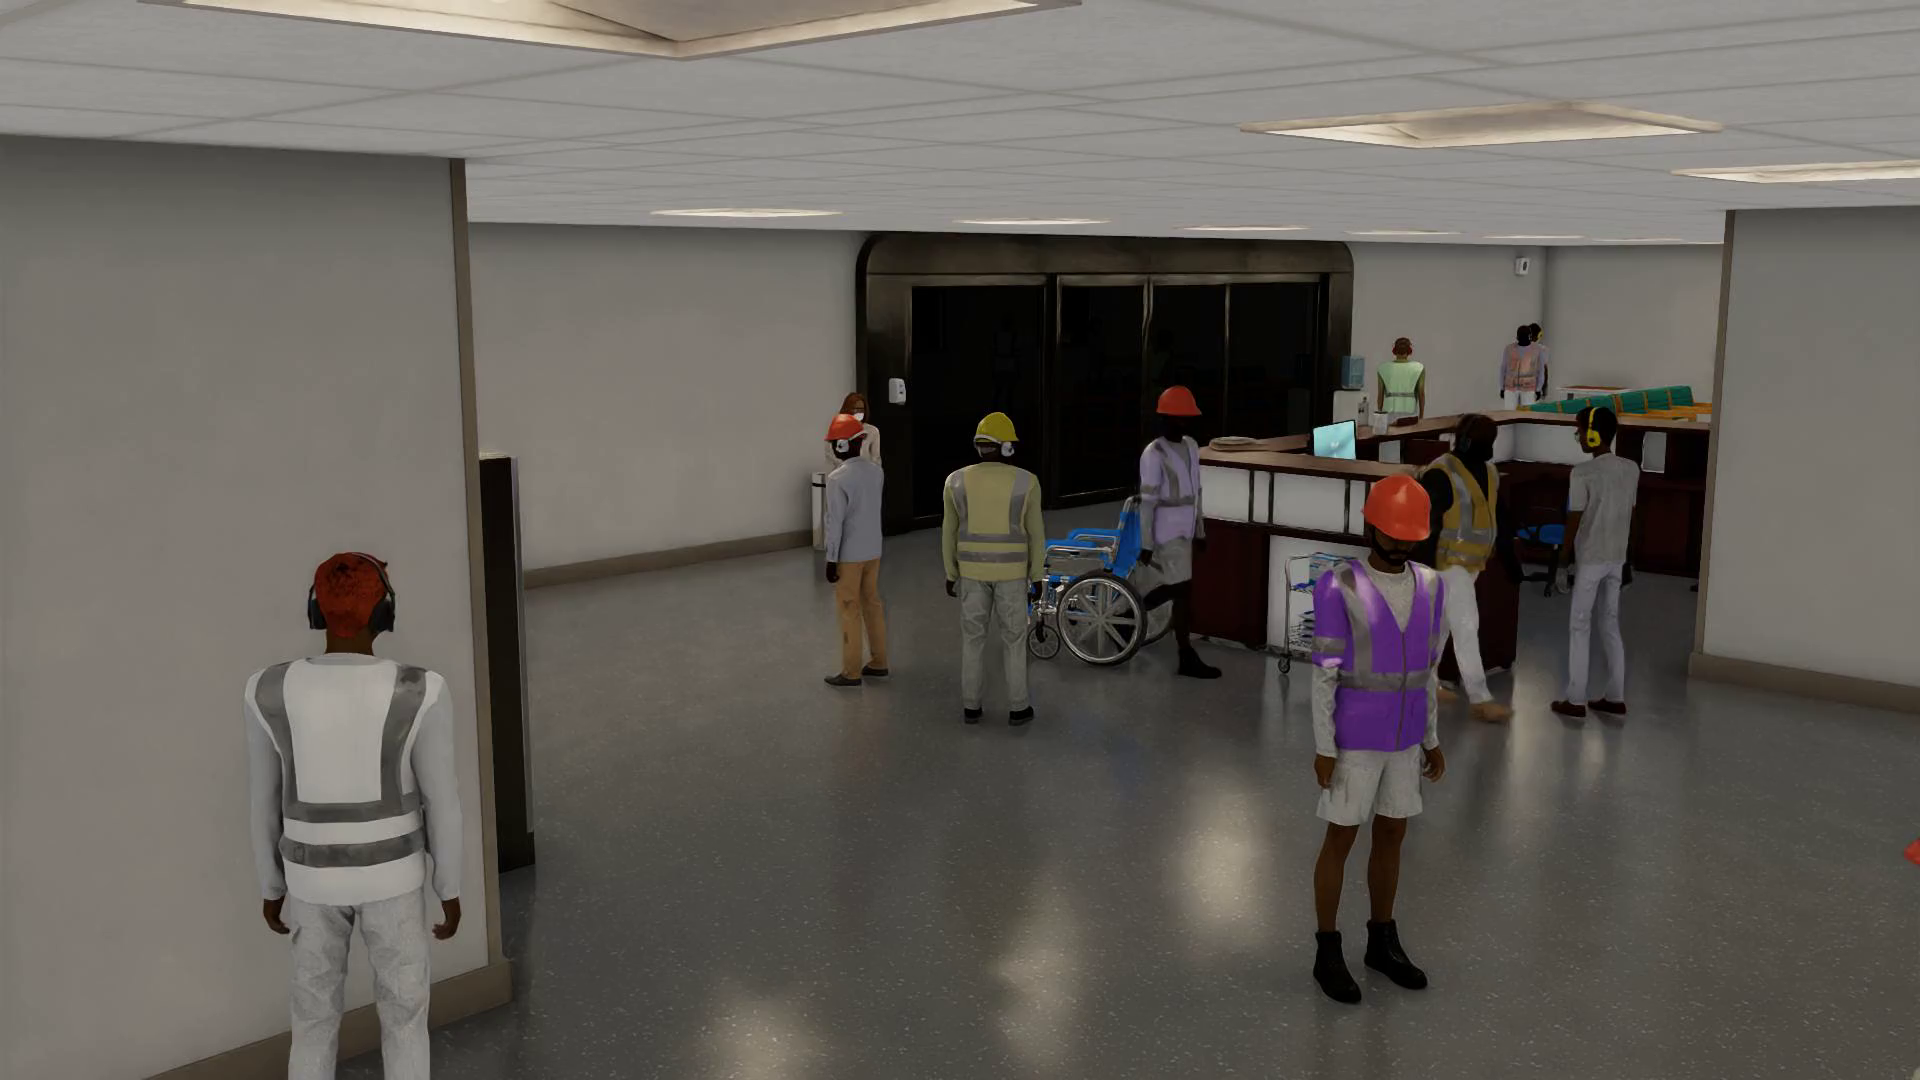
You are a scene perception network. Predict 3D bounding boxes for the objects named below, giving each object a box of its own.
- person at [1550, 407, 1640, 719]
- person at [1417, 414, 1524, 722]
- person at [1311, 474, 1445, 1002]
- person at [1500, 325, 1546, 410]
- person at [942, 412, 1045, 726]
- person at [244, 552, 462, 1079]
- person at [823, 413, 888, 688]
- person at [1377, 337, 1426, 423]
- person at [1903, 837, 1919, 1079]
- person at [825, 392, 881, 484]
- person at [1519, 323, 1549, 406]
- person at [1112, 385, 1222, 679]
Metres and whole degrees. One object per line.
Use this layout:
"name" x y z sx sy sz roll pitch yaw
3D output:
"person" 3.766 0.139 9.840 0.538 1.855 0.363 -4 10 -22
"person" 3.057 0.153 9.896 0.657 1.794 0.873 -9 13 -43
"person" 1.539 0.714 6.072 0.542 1.928 0.374 -4 10 -21
"person" 8.169 -2.201 24.217 0.627 1.844 0.429 5 11 29
"person" 0.201 0.172 9.696 0.601 1.827 0.403 2 9 11
"person" -1.700 0.965 4.712 0.577 1.878 0.341 -1 9 -5
"person" -0.700 0.061 10.654 0.369 1.741 0.562 5 11 30
"person" 5.273 -1.503 19.927 0.567 1.845 0.389 3 10 17
"person" 1.777 1.268 2.593 0.684 1.965 0.610 1 9 4
"person" -0.899 -0.435 14.060 0.504 1.628 0.285 -4 10 -24
"person" 8.443 -2.284 24.674 0.523 1.861 0.314 3 10 20
"person" 1.342 -0.068 10.937 0.848 1.917 0.547 7 11 35
